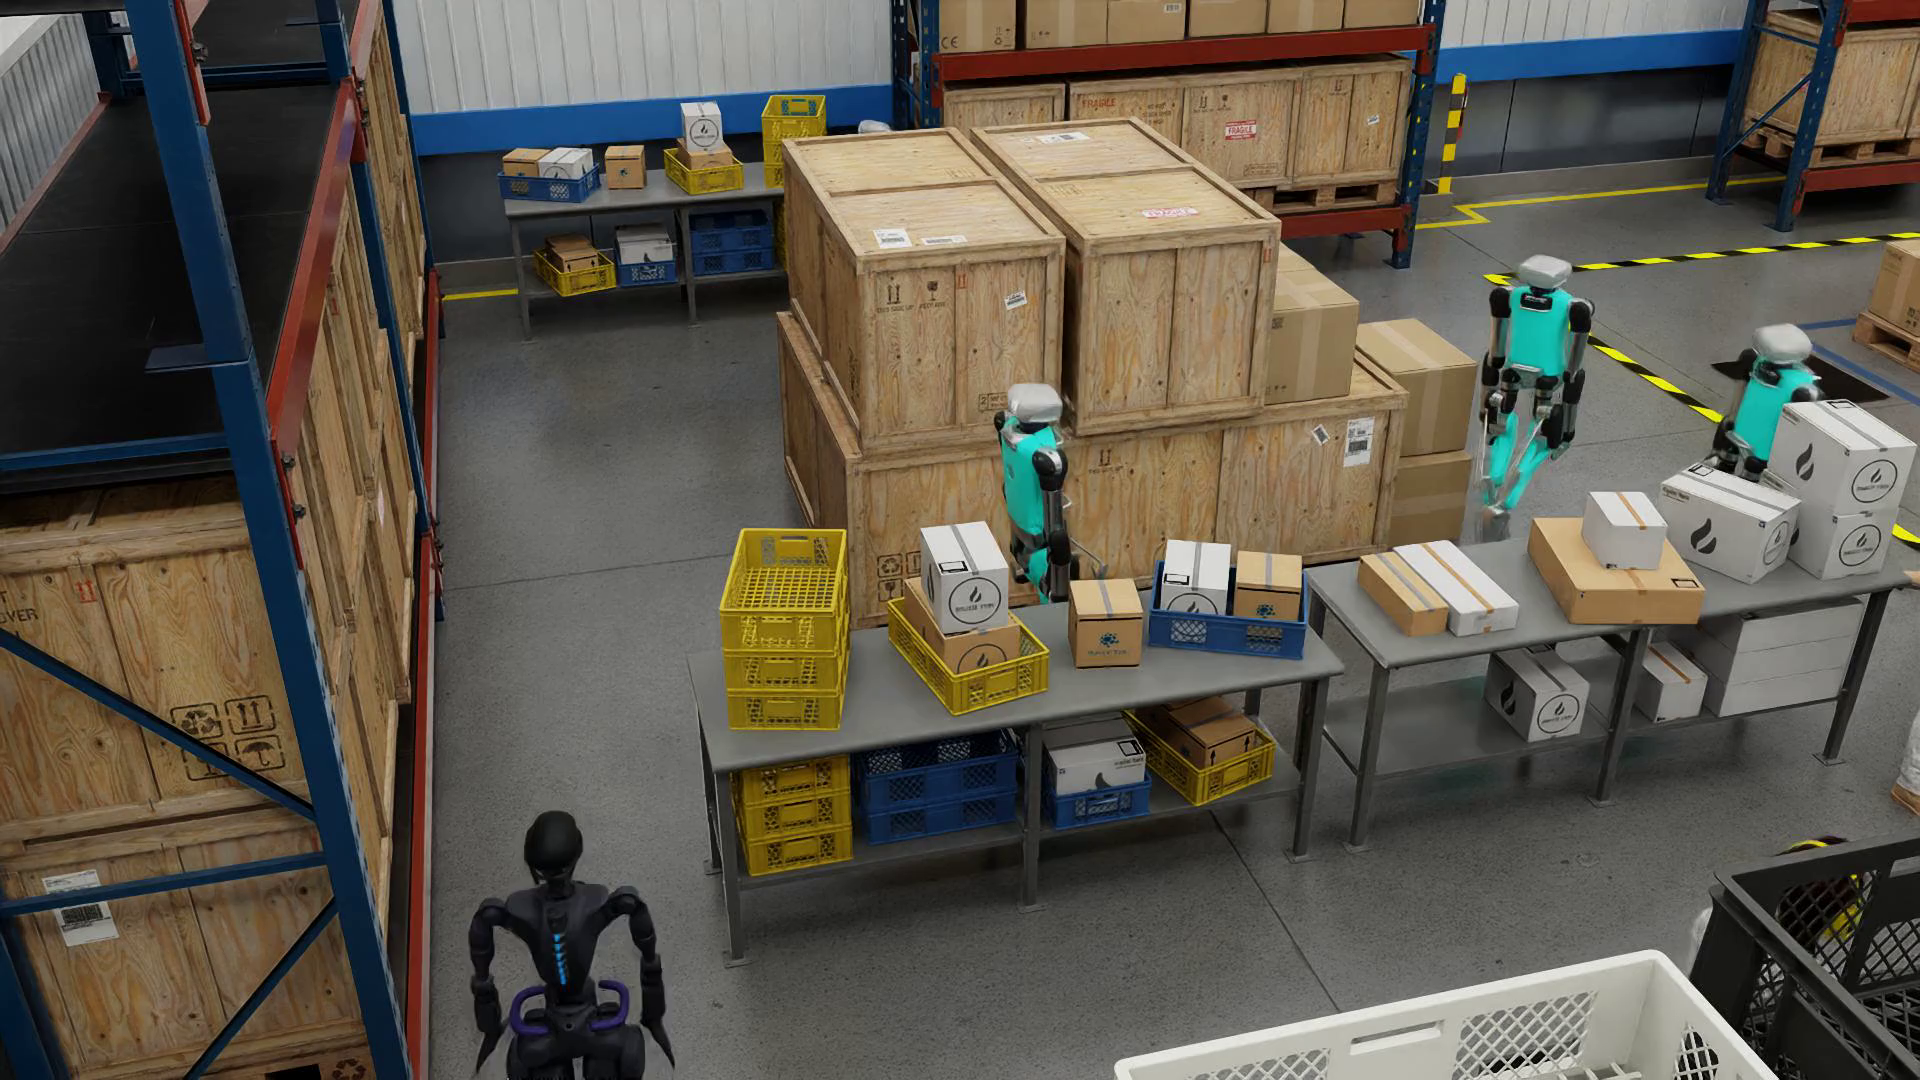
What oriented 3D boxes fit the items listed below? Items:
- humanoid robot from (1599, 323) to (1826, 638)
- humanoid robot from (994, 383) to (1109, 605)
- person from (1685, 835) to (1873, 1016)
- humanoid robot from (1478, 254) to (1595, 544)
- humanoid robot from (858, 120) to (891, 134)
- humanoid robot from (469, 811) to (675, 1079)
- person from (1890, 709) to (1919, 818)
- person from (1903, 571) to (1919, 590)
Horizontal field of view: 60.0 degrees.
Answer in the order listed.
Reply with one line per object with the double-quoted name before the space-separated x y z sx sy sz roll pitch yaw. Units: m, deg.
"humanoid robot" 3.498 -0.162 7.916 1.002 1.781 0.539 -4 29 -8
"humanoid robot" 0.515 0.160 7.424 0.713 1.899 0.541 -11 31 -20
"person" 2.172 1.581 4.597 0.334 1.862 0.504 -18 34 -30
"humanoid robot" 2.784 -0.503 8.592 0.565 1.832 0.807 24 37 36
"humanoid robot" -0.280 -1.940 11.156 0.999 1.782 0.530 -7 30 -13
"humanoid robot" -1.170 1.506 4.988 0.600 1.647 0.785 -4 29 -8
"person" 4.307 0.339 6.886 0.629 1.835 0.429 -16 33 -27
"person" 5.195 -0.550 8.285 0.384 2.037 0.604 0 29 0
